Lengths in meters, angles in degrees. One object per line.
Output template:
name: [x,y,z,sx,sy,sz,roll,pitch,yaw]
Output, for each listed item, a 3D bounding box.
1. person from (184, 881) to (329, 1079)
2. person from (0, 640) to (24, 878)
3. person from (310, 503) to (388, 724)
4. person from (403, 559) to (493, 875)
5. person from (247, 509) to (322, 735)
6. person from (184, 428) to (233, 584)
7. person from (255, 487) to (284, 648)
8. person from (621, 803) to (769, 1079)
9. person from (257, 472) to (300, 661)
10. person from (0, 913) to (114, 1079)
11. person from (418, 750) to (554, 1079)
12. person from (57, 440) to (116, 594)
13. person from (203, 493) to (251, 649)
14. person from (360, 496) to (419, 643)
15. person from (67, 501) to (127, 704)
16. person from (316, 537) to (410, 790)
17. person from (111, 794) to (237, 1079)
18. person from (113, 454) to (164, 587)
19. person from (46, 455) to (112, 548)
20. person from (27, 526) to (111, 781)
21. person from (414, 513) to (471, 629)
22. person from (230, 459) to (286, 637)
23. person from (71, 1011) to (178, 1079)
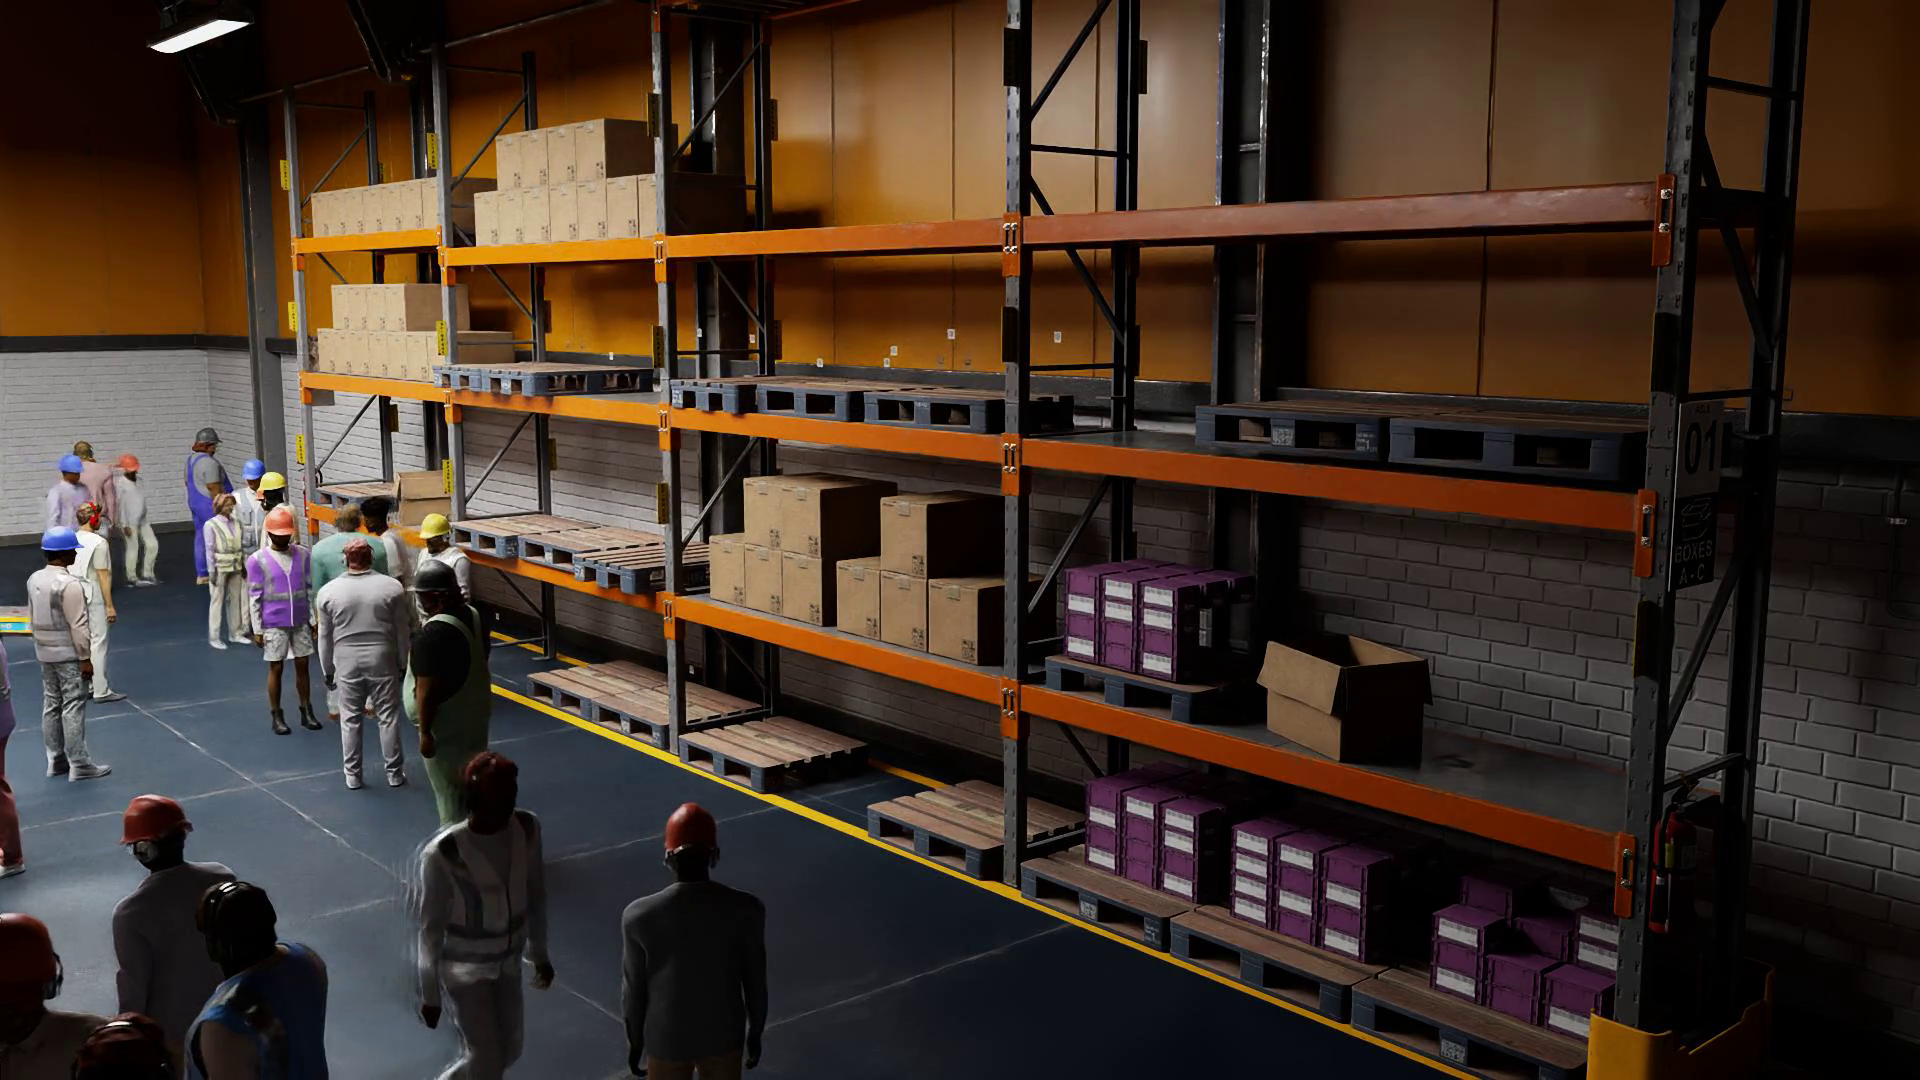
person: [-2.244,1.977,5.312,0.430,1.840,0.620,0,8,2]
person: [-6.191,1.192,10.506,0.395,1.919,0.582,-5,10,-32]
person: [-5.269,0.636,14.364,0.658,1.919,0.493,-3,9,-23]
person: [-3.292,1.108,10.643,0.536,2.000,0.703,2,8,15]
person: [-5.681,0.685,14.009,0.550,1.923,0.391,-8,11,-44]
person: [-9.590,-0.429,21.327,0.684,2.000,0.535,7,11,41]
person: [-7.239,0.262,17.578,0.355,1.736,0.576,-1,8,-6]
person: [-1.017,1.870,6.392,0.557,1.743,0.367,-3,9,-18]
person: [-6.901,0.267,16.895,0.385,1.922,0.594,-1,8,-6]
person: [-2.605,1.995,4.683,0.621,1.985,0.408,-3,9,-23]
person: [-2.015,1.746,6.863,0.650,1.865,0.607,5,9,30]
person: [-10.773,-0.265,20.552,0.630,1.938,0.373,-5,10,-33]
person: [-7.738,0.317,17.536,0.310,1.638,0.522,3,9,20]
person: [-5.058,0.545,15.020,0.733,1.935,0.639,-2,8,-11]
person: [-7.892,0.572,15.086,0.560,1.836,0.394,5,10,31]
person: [-4.444,0.923,12.435,0.646,1.902,0.400,-2,8,-15]
person: [-3.087,1.845,6.531,0.331,1.747,0.559,3,9,19]
person: [-10.415,-0.241,21.104,0.546,1.722,0.588,1,8,10]
person: [-9.990,-0.015,18.929,0.663,1.916,0.633,1,8,9]
person: [-6.818,0.862,12.675,0.614,1.946,0.388,5,10,31]
person: [-4.505,0.670,14.431,0.588,1.827,0.403,5,10,31]
person: [-7.639,0.085,18.107,0.602,1.939,0.401,-3,9,-19]
person: [-2.083,2.107,4.286,0.576,1.876,0.360,-1,8,-8]
